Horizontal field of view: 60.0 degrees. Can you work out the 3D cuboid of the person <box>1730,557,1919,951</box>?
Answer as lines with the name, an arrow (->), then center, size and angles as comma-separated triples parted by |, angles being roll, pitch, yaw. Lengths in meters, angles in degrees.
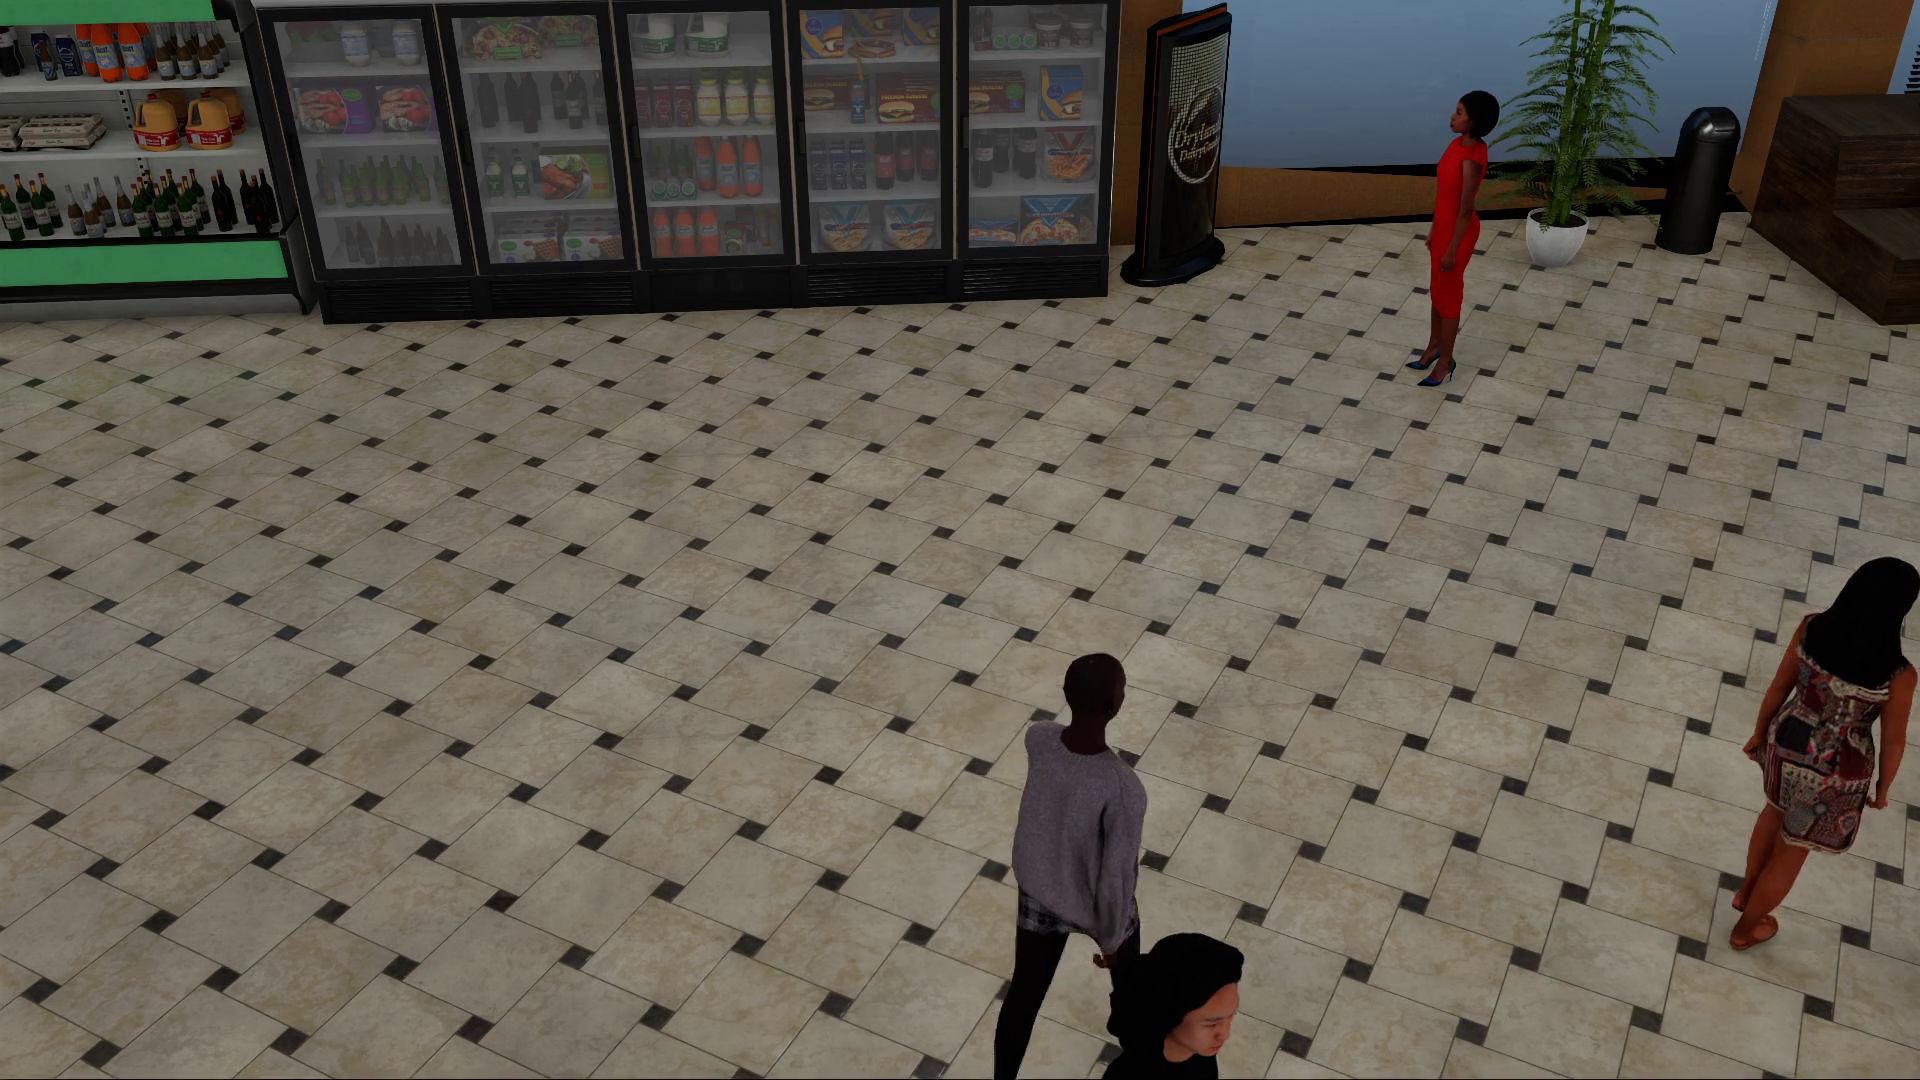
person -> 2.867, 0.786, 5.673 | 0.801, 1.633, 0.777 | -21, 37, -30

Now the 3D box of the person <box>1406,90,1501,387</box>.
person -> 2.852, -1.733, 9.616 | 0.513, 1.744, 0.579 | 0, 32, 0

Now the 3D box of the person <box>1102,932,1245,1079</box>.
person -> 0.457, 1.646, 4.103 | 0.699, 1.832, 0.711 | 13, 34, 20

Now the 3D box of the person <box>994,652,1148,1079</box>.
person -> 0.275, 1.126, 5.038 | 1.120, 1.726, 1.180 | 24, 39, 33
